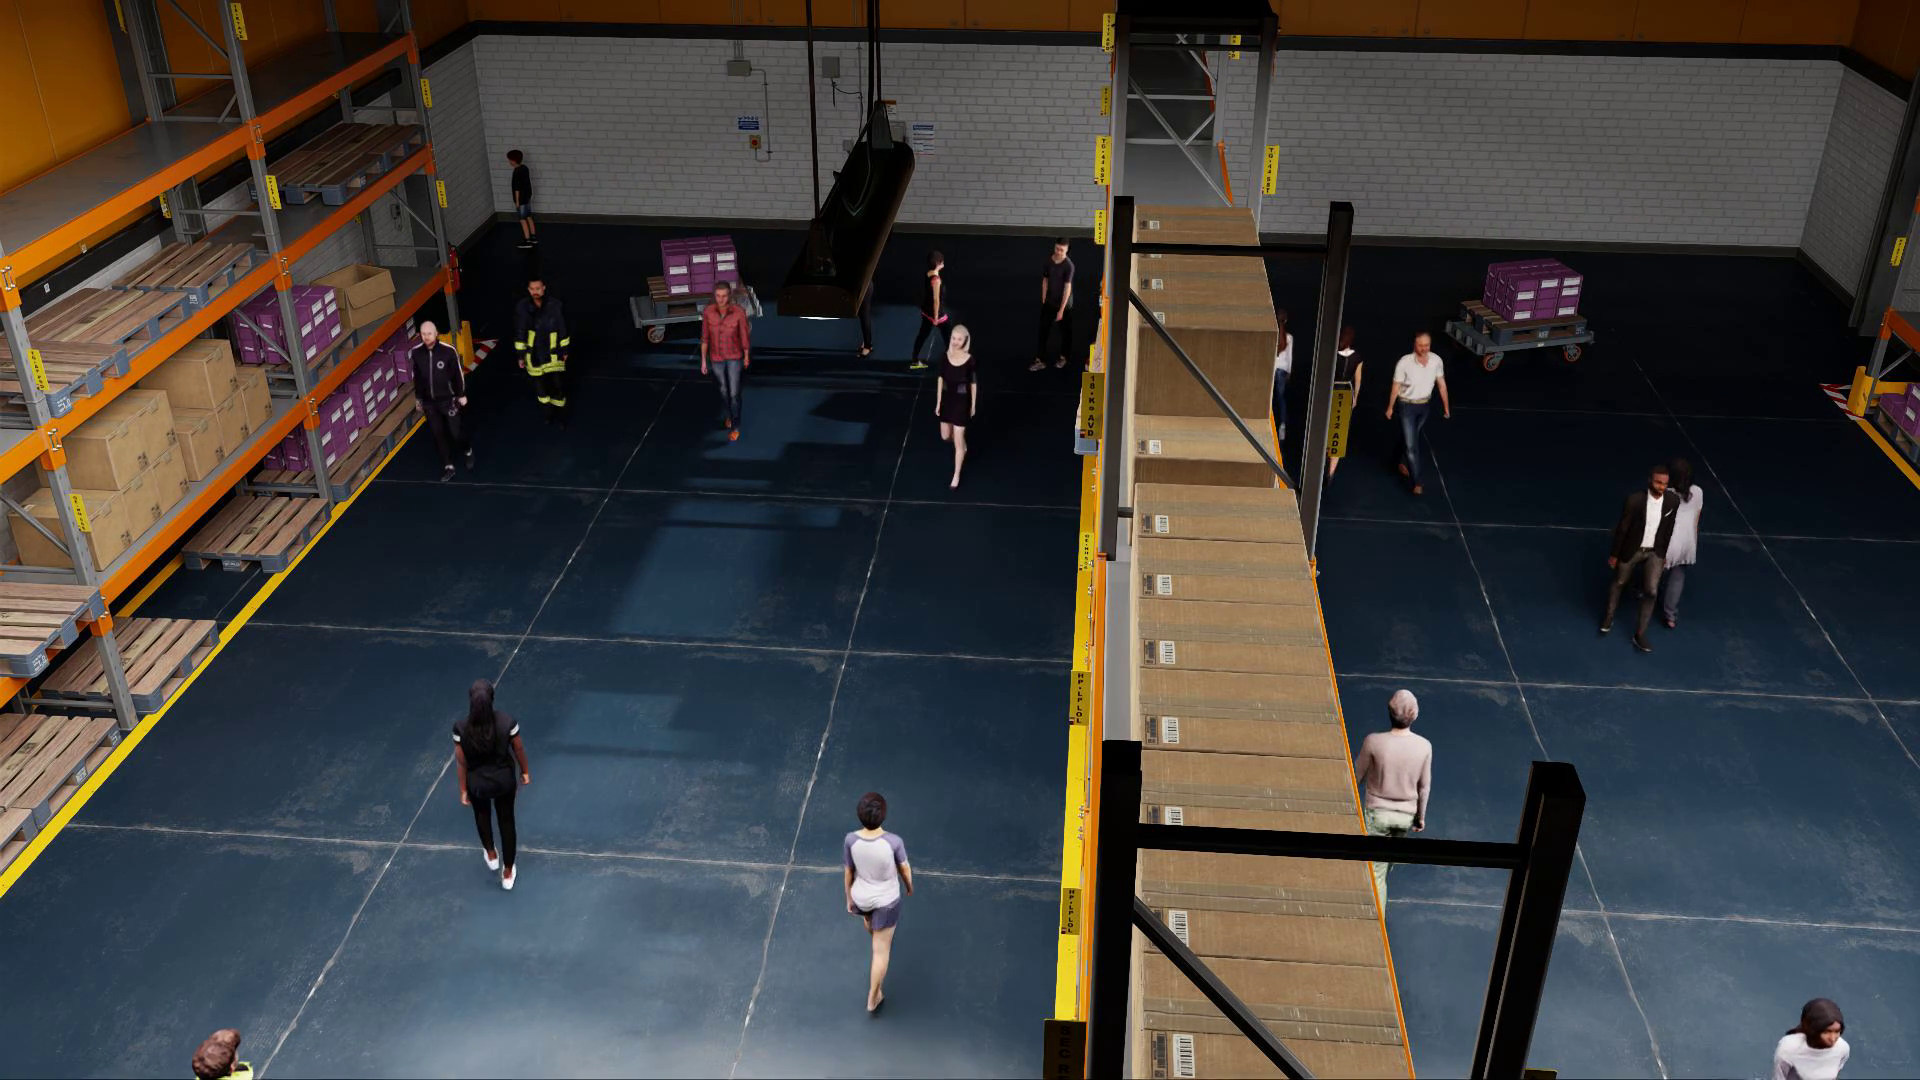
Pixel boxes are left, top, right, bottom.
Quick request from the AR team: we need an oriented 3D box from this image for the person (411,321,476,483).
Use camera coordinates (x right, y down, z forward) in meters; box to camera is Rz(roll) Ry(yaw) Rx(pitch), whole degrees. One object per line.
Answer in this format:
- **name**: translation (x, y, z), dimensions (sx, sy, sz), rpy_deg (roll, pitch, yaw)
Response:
- **person**: translation (-5.530, -1.529, 17.832), dimensions (0.676, 1.824, 0.684), rpy_deg (3, 29, 5)

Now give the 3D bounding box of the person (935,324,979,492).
- **person**: translation (-0.017, -1.450, 17.699), dimensions (0.731, 1.813, 0.997), rpy_deg (9, 30, 15)

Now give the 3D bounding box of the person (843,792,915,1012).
- **person**: translation (-0.563, 2.399, 10.957), dimensions (0.696, 1.512, 1.090), rpy_deg (7, 29, 13)

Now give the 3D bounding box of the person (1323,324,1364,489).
- **person**: translation (4.005, -1.377, 17.605), dimensions (0.657, 1.773, 0.912), rpy_deg (0, 29, 1)

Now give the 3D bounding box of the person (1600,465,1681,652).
- **person**: translation (6.079, 0.087, 14.919), dimensions (0.703, 1.775, 0.866), rpy_deg (3, 29, 5)

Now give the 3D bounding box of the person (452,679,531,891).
- **person**: translation (-3.334, 1.778, 11.874), dimensions (0.776, 1.724, 0.860), rpy_deg (-8, 30, -14)

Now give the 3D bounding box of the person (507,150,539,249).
- **person**: translation (-6.520, -5.095, 24.763), dimensions (0.600, 1.446, 0.457), rpy_deg (4, 29, 8)

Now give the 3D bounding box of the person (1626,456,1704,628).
- **person**: translation (6.543, 0.050, 15.205), dimensions (0.809, 1.567, 1.056), rpy_deg (-4, 29, -7)

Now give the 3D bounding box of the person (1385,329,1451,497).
- **person**: translation (4.790, -1.430, 17.681), dimensions (0.959, 1.793, 1.288), rpy_deg (-5, 29, -9)

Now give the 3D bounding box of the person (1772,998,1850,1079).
- **person**: translation (4.595, 3.172, 9.340), dimensions (0.637, 1.702, 0.775), rpy_deg (-1, 29, -2)

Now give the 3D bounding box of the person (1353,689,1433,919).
- **person**: translation (2.967, 1.964, 11.435), dimensions (0.735, 1.818, 1.219), rpy_deg (-1, 29, -1)

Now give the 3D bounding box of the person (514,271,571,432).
- **person**: translation (-4.772, -2.214, 19.060), dimensions (0.820, 1.849, 0.839), rpy_deg (-3, 29, -5)

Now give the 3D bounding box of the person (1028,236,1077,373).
- **person**: translation (1.278, -2.907, 20.459), dimensions (0.895, 1.727, 0.998), rpy_deg (21, 35, 33)

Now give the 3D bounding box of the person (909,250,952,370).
- **person**: translation (-0.393, -2.796, 20.478), dimensions (0.944, 1.513, 1.029), rpy_deg (-13, 31, -22)

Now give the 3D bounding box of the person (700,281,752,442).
- **person**: translation (-2.635, -2.098, 18.901), dimensions (0.747, 1.799, 1.080), rpy_deg (5, 29, 9)
